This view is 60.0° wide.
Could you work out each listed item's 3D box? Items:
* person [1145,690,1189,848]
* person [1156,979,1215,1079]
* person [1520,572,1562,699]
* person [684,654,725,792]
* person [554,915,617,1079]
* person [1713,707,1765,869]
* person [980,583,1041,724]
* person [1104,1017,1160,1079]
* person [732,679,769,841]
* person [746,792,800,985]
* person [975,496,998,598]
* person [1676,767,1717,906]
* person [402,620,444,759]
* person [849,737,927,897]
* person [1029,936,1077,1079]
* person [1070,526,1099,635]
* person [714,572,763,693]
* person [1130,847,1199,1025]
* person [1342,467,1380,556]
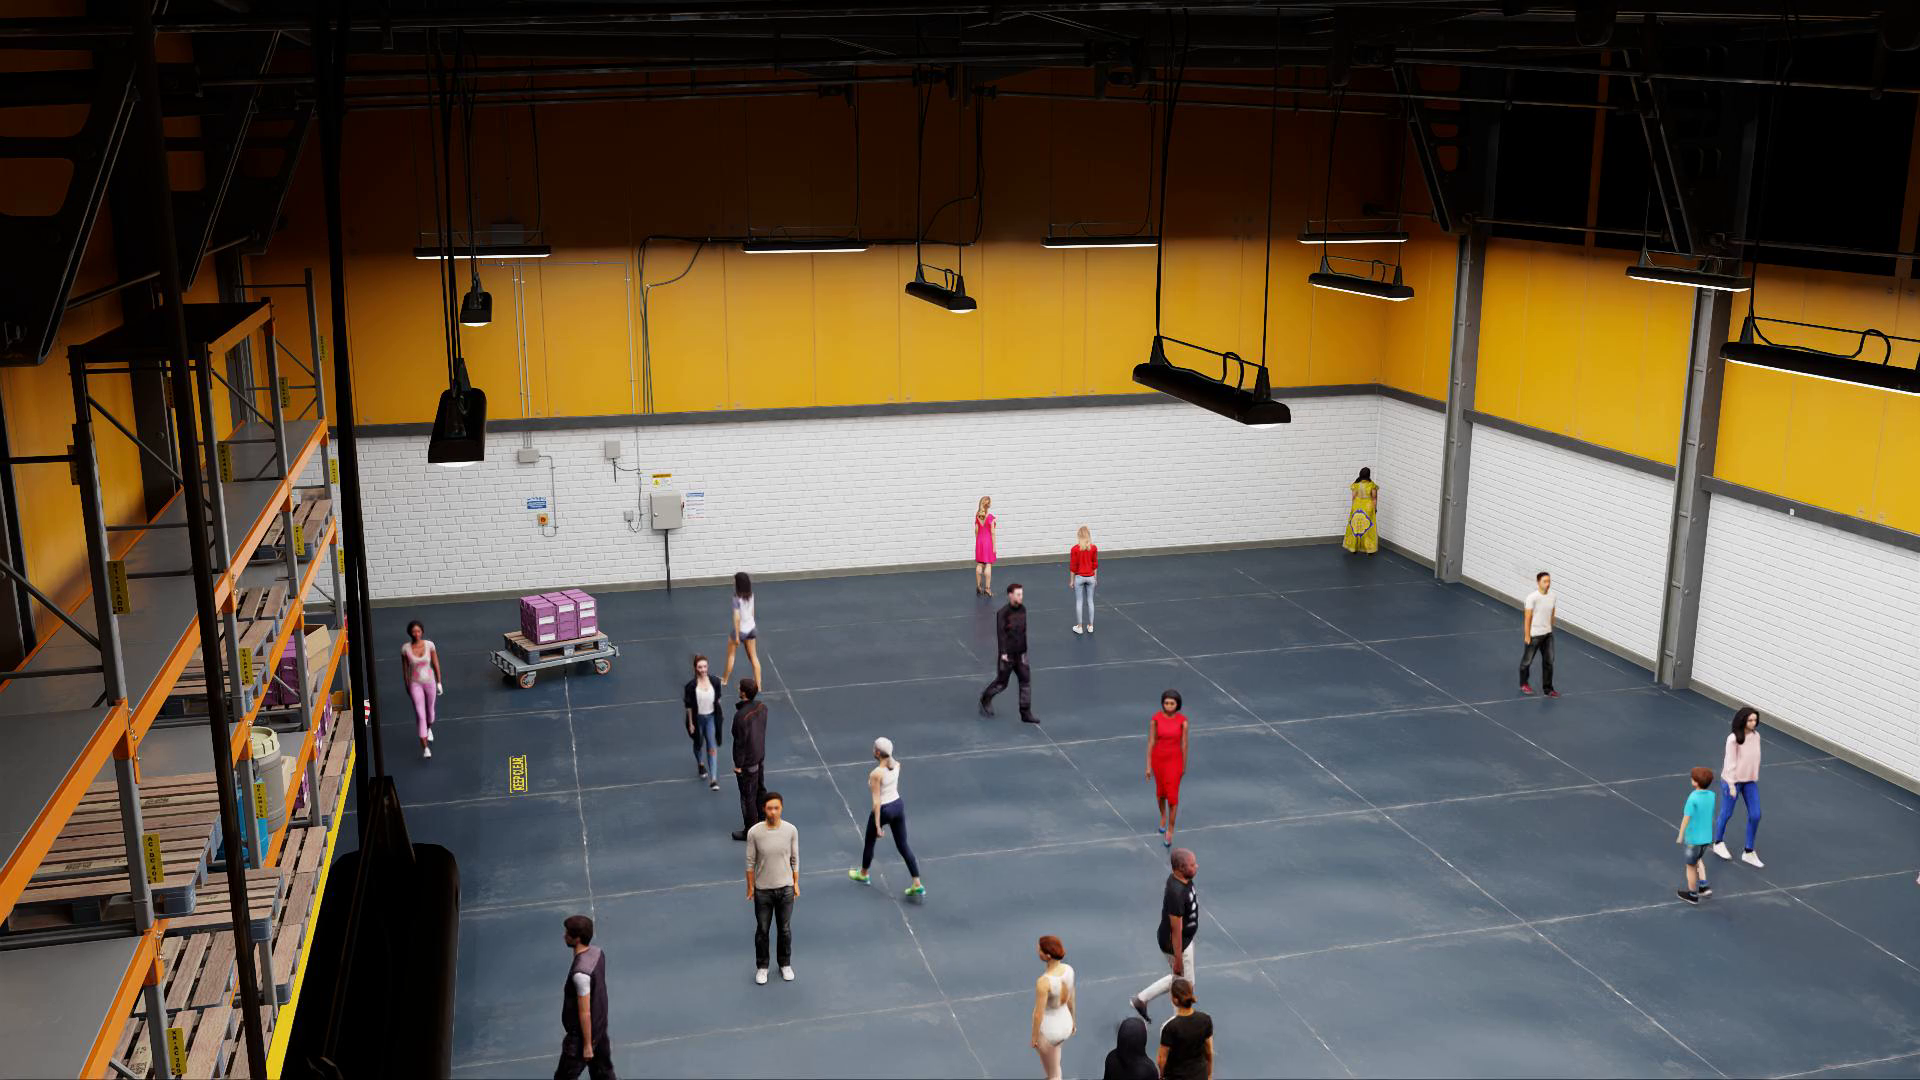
[{"bbox_3d":[2.300,2.468,18.438,0.851,1.719,1.031,3,14,14],"label":"person"},{"bbox_3d":[1.689,4.023,12.163,0.644,1.650,0.750,-5,15,-22],"label":"person"},{"bbox_3d":[8.009,1.288,23.182,0.683,1.779,0.923,-4,14,-16],"label":"person"},{"bbox_3d":[-3.092,2.156,19.932,0.678,1.621,1.151,-5,14,-19],"label":"person"},{"bbox_3d":[-2.771,3.767,12.833,0.856,1.831,0.797,0,14,0],"label":"person"},{"bbox_3d":[8.298,2.595,17.859,0.644,1.744,0.818,-4,14,-16],"label":"person"},{"bbox_3d":[0.634,1.502,22.083,1.008,1.880,1.275,-11,17,-38],"label":"person"},{"bbox_3d":[1.213,4.126,11.813,0.692,1.614,0.774,11,18,39],"label":"person"},{"bbox_3d":[-2.318,2.411,18.417,0.853,1.838,0.748,5,15,21],"label":"person"},{"bbox_3d":[-1.722,3.176,15.317,0.641,1.812,0.536,-3,14,-13],"label":"person"},{"bbox_3d":[0.416,0.093,28.228,0.638,1.728,0.725,12,18,40],"label":"person"},{"bbox_3d":[7.523,3.003,16.821,0.581,1.440,0.601,-6,15,-25],"label":"person"},{"bbox_3d":[-6.800,1.847,21.054,0.716,1.695,1.217,-6,15,-22],"label":"person"},{"bbox_3d":[-0.662,2.859,16.956,1.268,1.657,1.024,13,18,42],"label":"person"},{"bbox_3d":[0.798,3.852,12.913,0.747,1.629,0.699,12,18,41],"label":"person"},{"bbox_3d":[1.941,0.619,26.108,0.619,1.702,0.498,-4,14,-16],"label":"person"},{"bbox_3d":[-2.956,1.312,23.245,1.089,1.703,0.974,10,17,35],"label":"person"},{"bbox_3d":[1.783,3.457,14.207,0.961,1.788,0.996,3,14,10],"label":"person"},{"bbox_3d":[7.533,-0.551,31.028,1.001,1.661,1.038,6,15,23],"label":"person"}]
